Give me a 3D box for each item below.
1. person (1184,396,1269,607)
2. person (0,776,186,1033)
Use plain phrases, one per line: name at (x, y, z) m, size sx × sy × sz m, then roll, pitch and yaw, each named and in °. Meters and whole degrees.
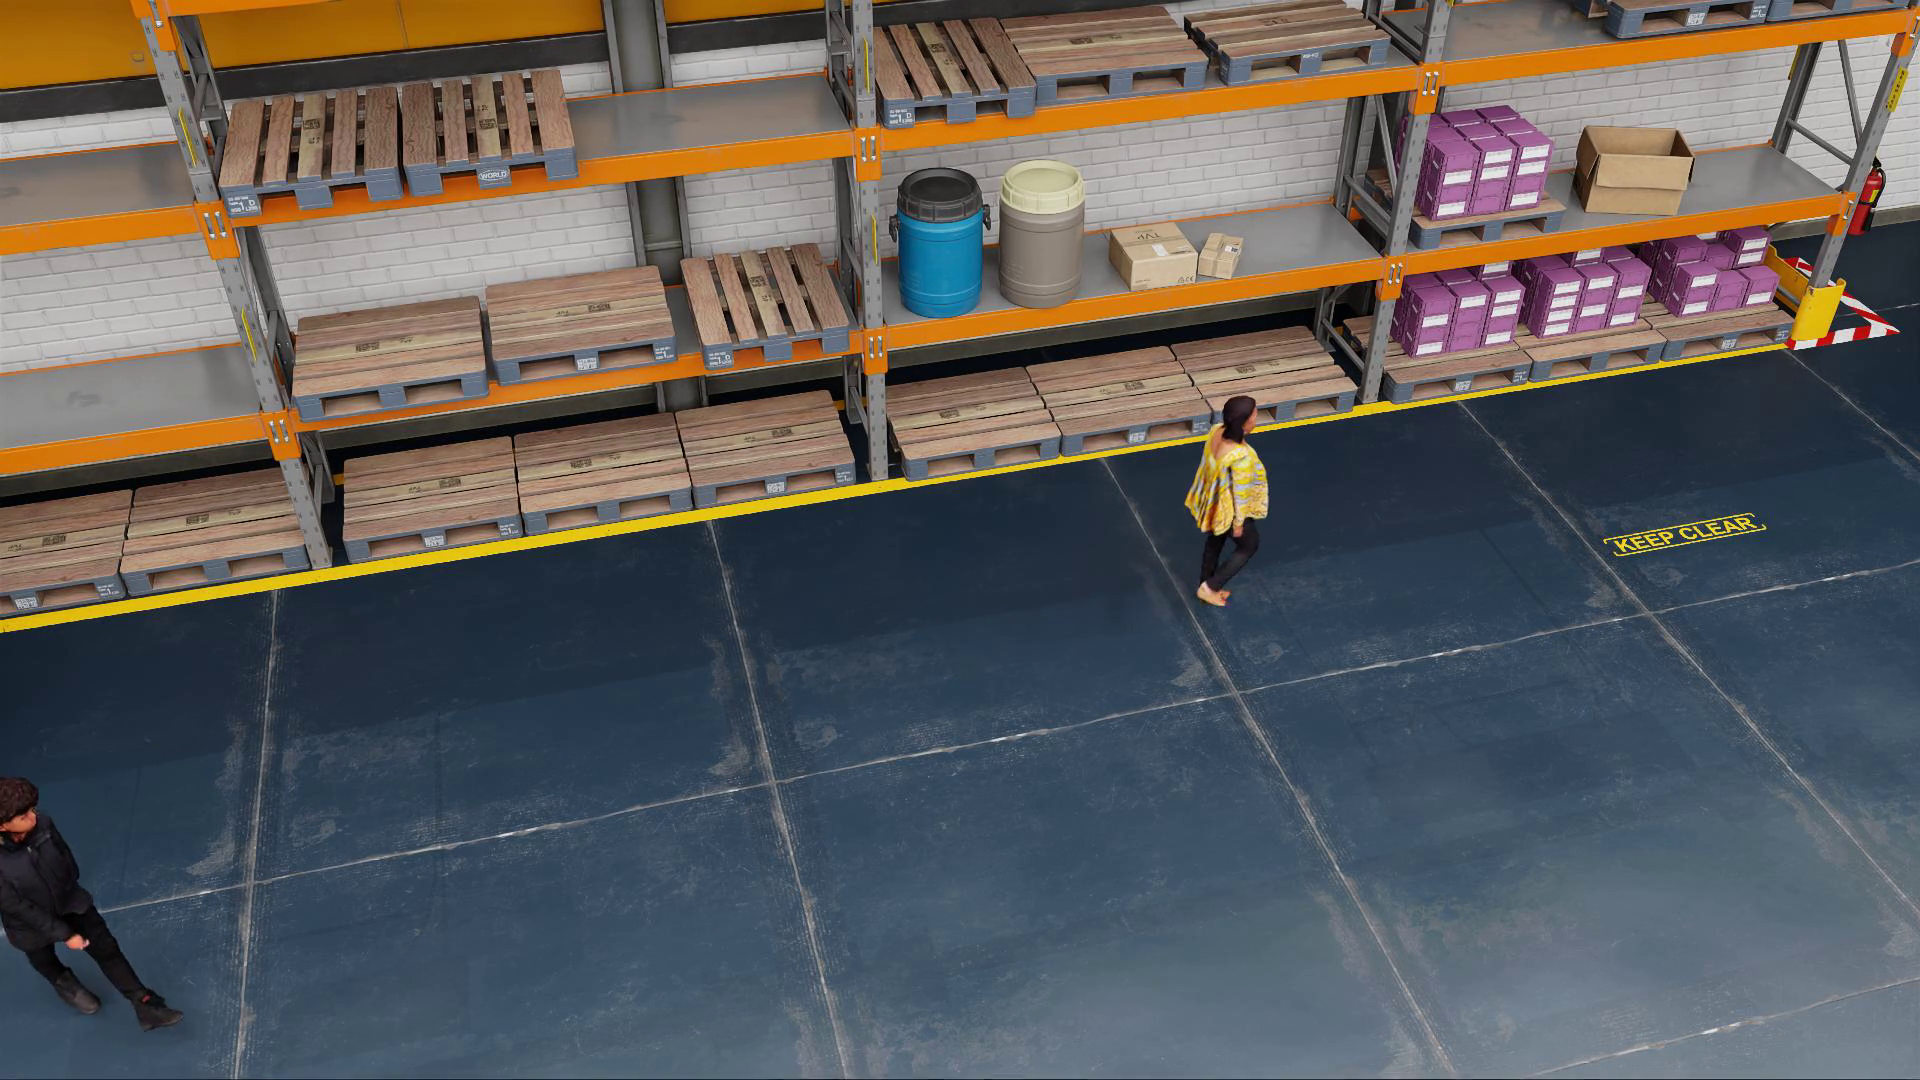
person at (1.668, -0.203, 10.812) m, size 0.729 × 1.645 × 0.707 m, roll -11°, pitch 40°, yaw -14°
person at (-4.593, 1.819, 8.224) m, size 1.151 × 1.715 × 1.039 m, roll 16°, pitch 41°, yaw 19°
